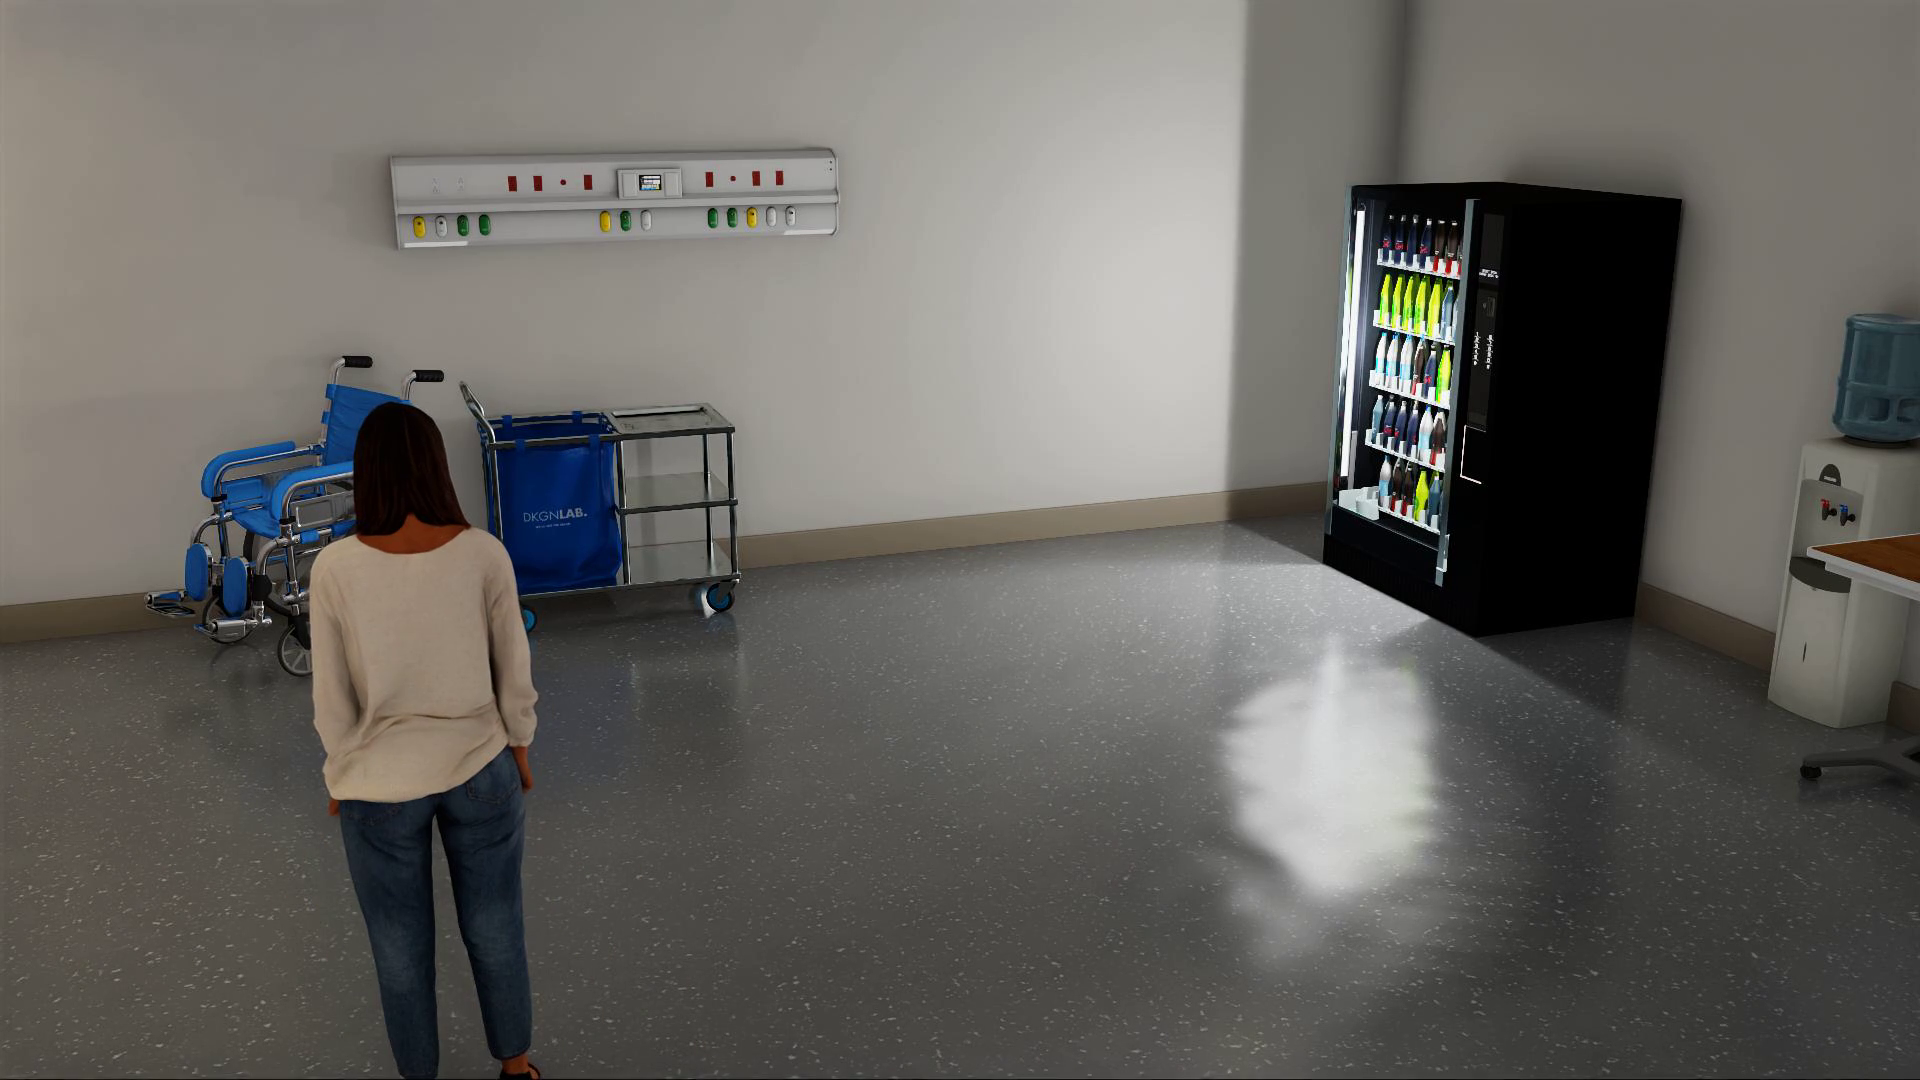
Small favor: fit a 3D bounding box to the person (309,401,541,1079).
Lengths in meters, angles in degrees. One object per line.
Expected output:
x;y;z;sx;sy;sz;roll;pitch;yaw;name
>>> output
-1.170;0.524;3.665;0.613;1.681;0.519;-6;17;-20;person
